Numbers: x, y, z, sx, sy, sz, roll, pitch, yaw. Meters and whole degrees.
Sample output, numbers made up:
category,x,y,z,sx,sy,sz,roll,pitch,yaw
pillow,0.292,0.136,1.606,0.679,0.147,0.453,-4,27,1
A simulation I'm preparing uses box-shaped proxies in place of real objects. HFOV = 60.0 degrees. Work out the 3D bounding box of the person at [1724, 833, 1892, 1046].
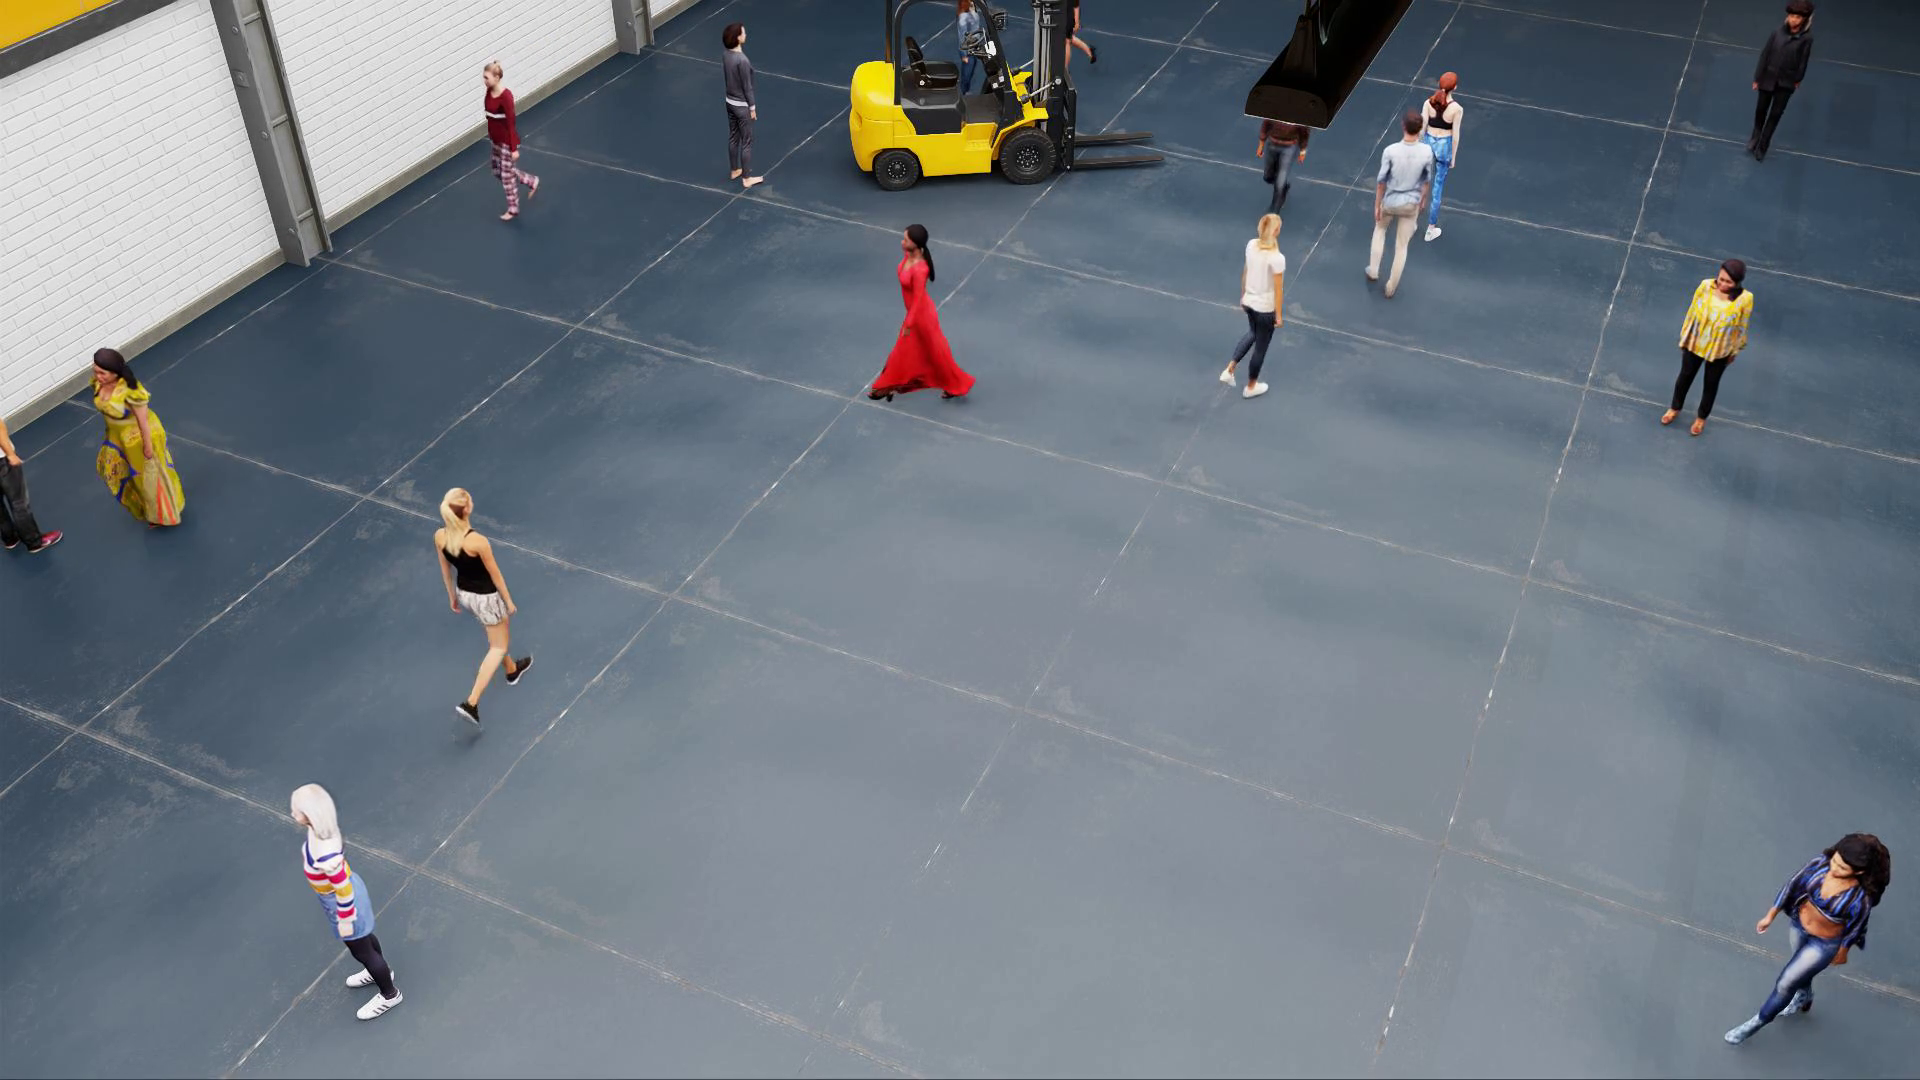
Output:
category,x,y,z,sx,sy,sz,roll,pitch,yaw
person,4.872,2.200,9.371,1.004,1.592,0.944,-13,40,-15

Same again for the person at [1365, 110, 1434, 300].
category,x,y,z,sx,sy,sz,roll,pitch,yaw
person,4.215,-3.161,15.892,0.762,1.830,0.841,8,39,9

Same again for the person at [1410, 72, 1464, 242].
category,x,y,z,sx,sy,sz,roll,pitch,yaw
person,4.812,-3.888,16.847,0.568,1.785,0.590,18,42,22

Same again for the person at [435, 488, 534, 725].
category,x,y,z,sx,sy,sz,roll,pitch,yaw
person,-3.322,0.446,11.380,0.590,1.824,1.068,16,41,19

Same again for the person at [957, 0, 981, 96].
category,x,y,z,sx,sy,sz,roll,pitch,yaw
person,0.097,-5.718,19.379,0.650,1.475,0.458,12,40,15

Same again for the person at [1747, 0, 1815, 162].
category,x,y,z,sx,sy,sz,roll,pitch,yaw
person,9.095,-5.151,18.447,0.699,1.752,0.912,21,43,25

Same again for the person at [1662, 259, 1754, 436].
category,x,y,z,sx,sy,sz,roll,pitch,yaw
person,6.386,-1.661,14.157,0.764,1.651,0.801,24,45,27

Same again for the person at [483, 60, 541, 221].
category,x,y,z,sx,sy,sz,roll,pitch,yaw
person,-4.656,-4.161,17.257,0.759,1.689,0.875,31,48,33

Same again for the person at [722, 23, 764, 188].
category,x,y,z,sx,sy,sz,roll,pitch,yaw
person,-2.374,-4.684,17.849,0.643,1.768,0.665,-30,47,-32

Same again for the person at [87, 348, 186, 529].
category,x,y,z,sx,sy,sz,roll,pitch,yaw
person,-6.474,-0.858,13.163,0.713,1.648,0.817,15,41,18

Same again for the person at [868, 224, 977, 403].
category,x,y,z,sx,sy,sz,roll,pitch,yaw
person,-0.244,-1.919,14.422,1.194,1.733,1.186,-10,40,-12

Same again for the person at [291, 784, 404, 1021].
category,x,y,z,sx,sy,sz,roll,pitch,yaw
person,-3.482,2.029,9.411,0.733,1.808,0.713,-18,42,-21

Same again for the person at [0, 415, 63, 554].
category,x,y,z,sx,sy,sz,roll,pitch,yaw
person,-7.491,-0.686,12.823,0.638,1.804,0.543,14,41,17

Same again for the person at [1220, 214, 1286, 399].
category,x,y,z,sx,sy,sz,roll,pitch,yaw
person,2.534,-1.989,14.449,0.842,1.801,0.771,-20,43,-23
